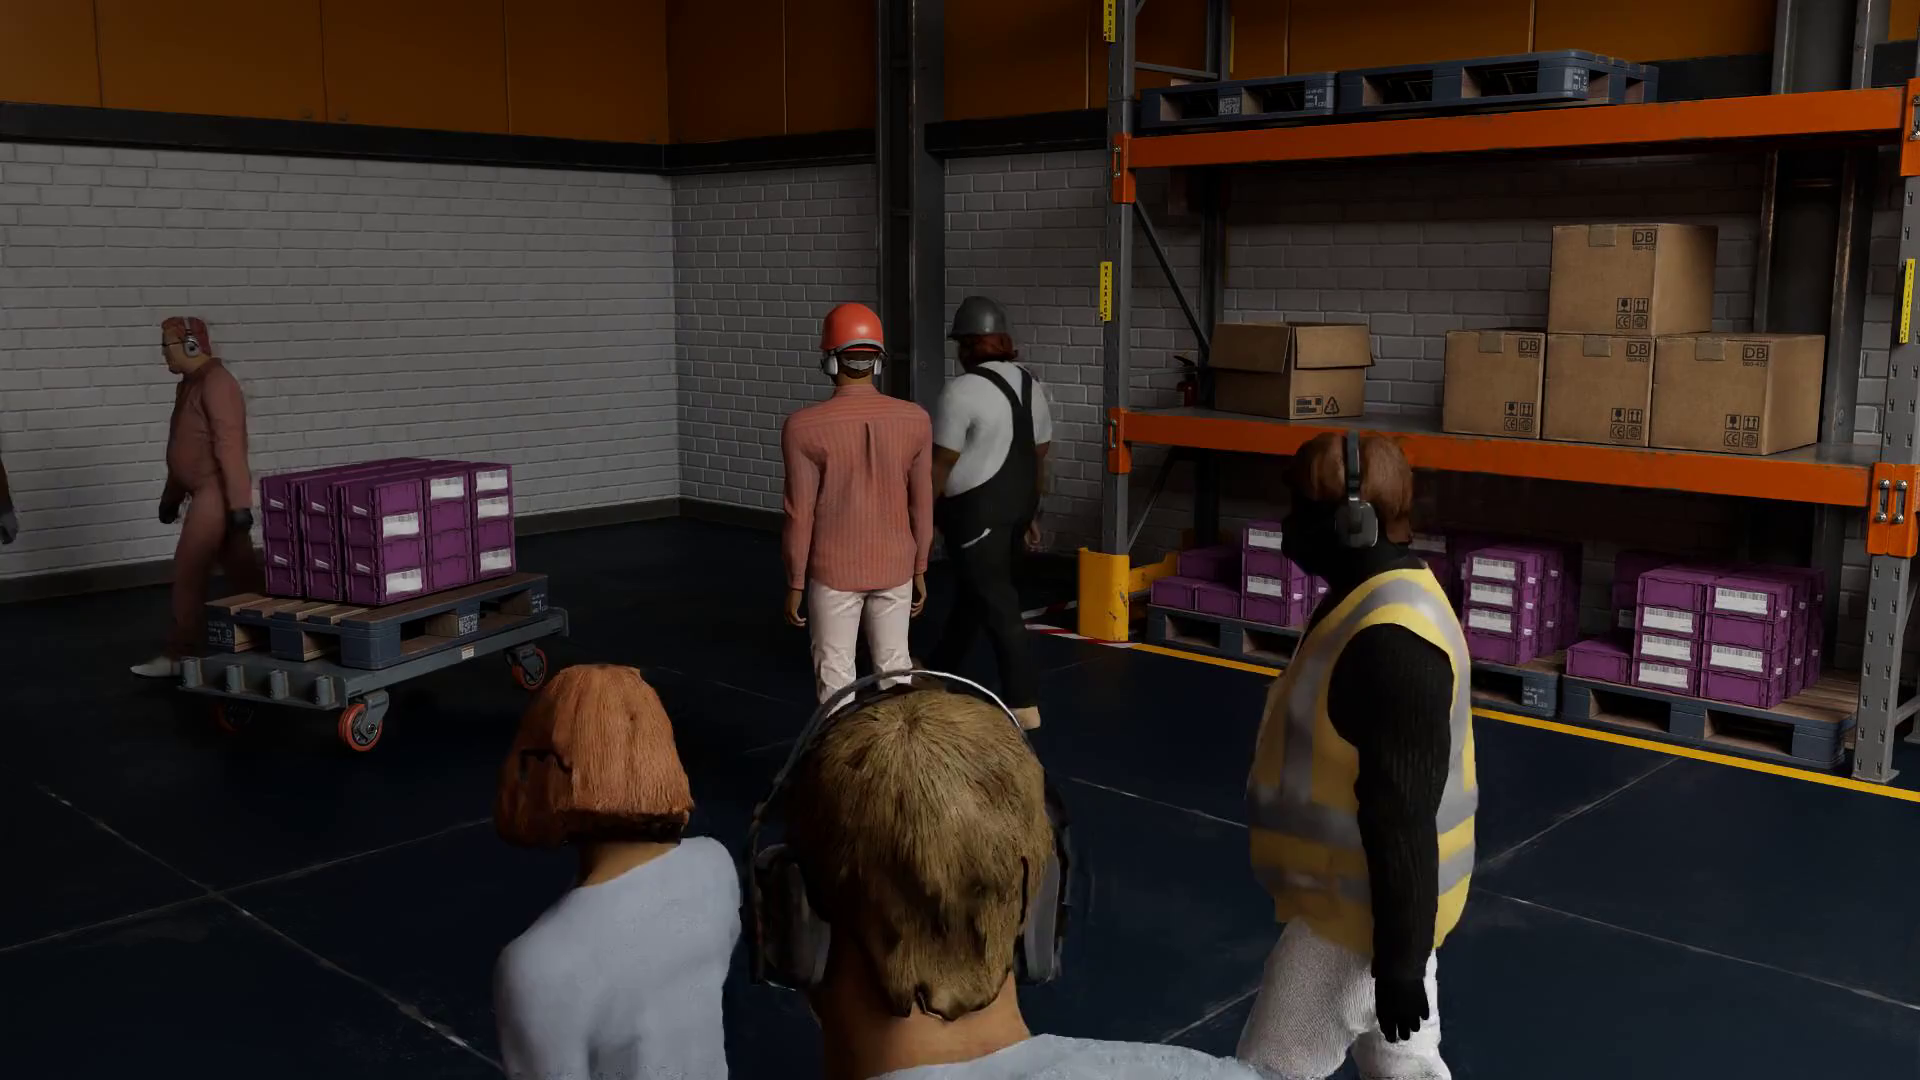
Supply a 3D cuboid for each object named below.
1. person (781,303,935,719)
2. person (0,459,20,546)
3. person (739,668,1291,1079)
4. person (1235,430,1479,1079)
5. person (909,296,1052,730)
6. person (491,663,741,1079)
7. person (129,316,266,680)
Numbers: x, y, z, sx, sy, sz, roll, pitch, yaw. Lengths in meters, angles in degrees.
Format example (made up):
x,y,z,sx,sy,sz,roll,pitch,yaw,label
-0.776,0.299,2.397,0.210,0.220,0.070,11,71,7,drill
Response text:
x,y,z,sx,sy,sz,roll,pitch,yaw,label
-0.383,0.122,6.203,0.611,1.995,0.375,-5,11,-28,person
-5.028,-0.129,8.302,0.538,1.807,0.946,-3,10,-19,person
0.008,1.025,1.193,0.640,1.827,1.172,-5,11,-28,person
0.641,0.693,3.262,0.851,1.809,0.664,2,9,12,person
0.031,-0.166,7.828,0.998,2.000,0.696,6,11,34,person
-0.514,0.960,2.283,0.771,1.592,0.514,5,10,28,person
-4.007,-0.218,8.647,0.865,1.869,0.668,-5,11,-29,person
